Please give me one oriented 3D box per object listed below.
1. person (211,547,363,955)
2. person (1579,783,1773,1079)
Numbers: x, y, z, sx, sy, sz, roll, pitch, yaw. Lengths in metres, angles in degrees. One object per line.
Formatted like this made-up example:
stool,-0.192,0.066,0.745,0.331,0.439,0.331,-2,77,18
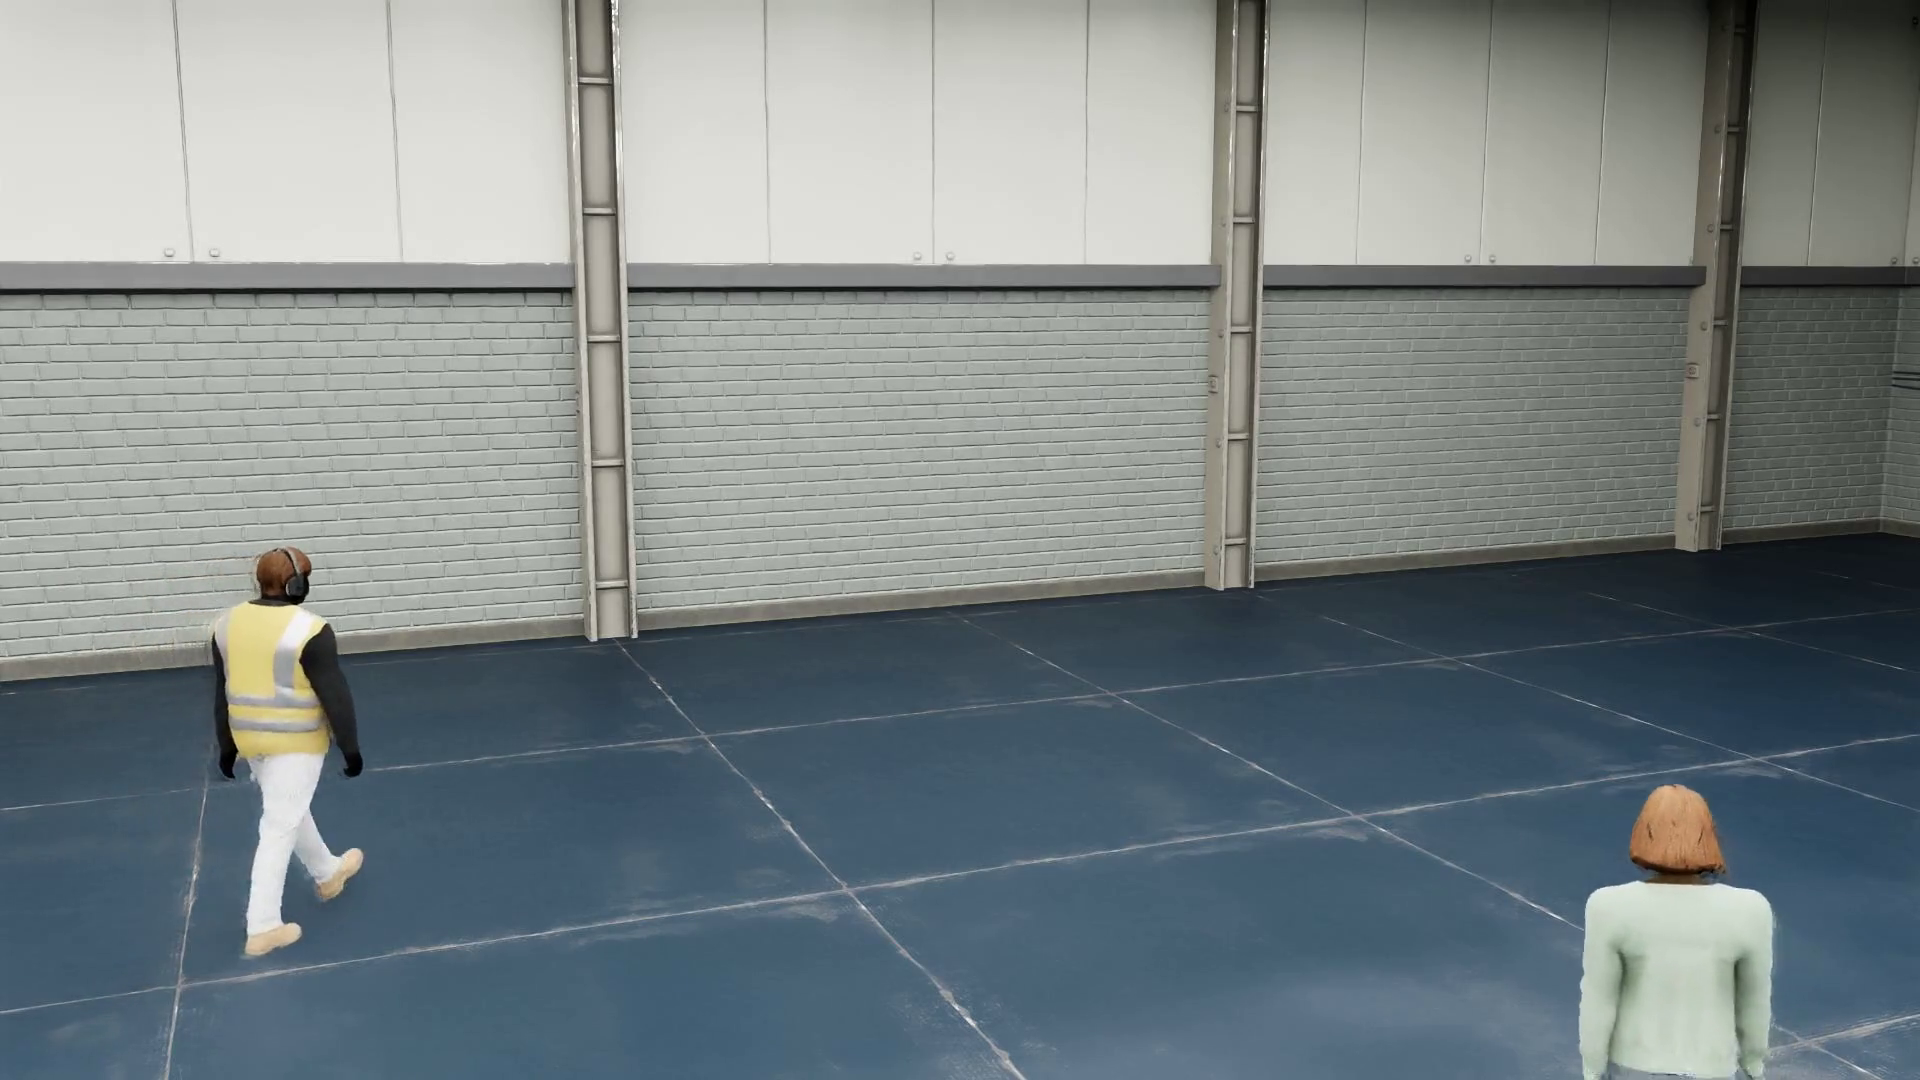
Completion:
person,-3.060,0.921,7.707,0.650,1.788,0.968,4,10,21
person,2.002,1.493,4.677,0.513,1.611,0.684,3,10,19
